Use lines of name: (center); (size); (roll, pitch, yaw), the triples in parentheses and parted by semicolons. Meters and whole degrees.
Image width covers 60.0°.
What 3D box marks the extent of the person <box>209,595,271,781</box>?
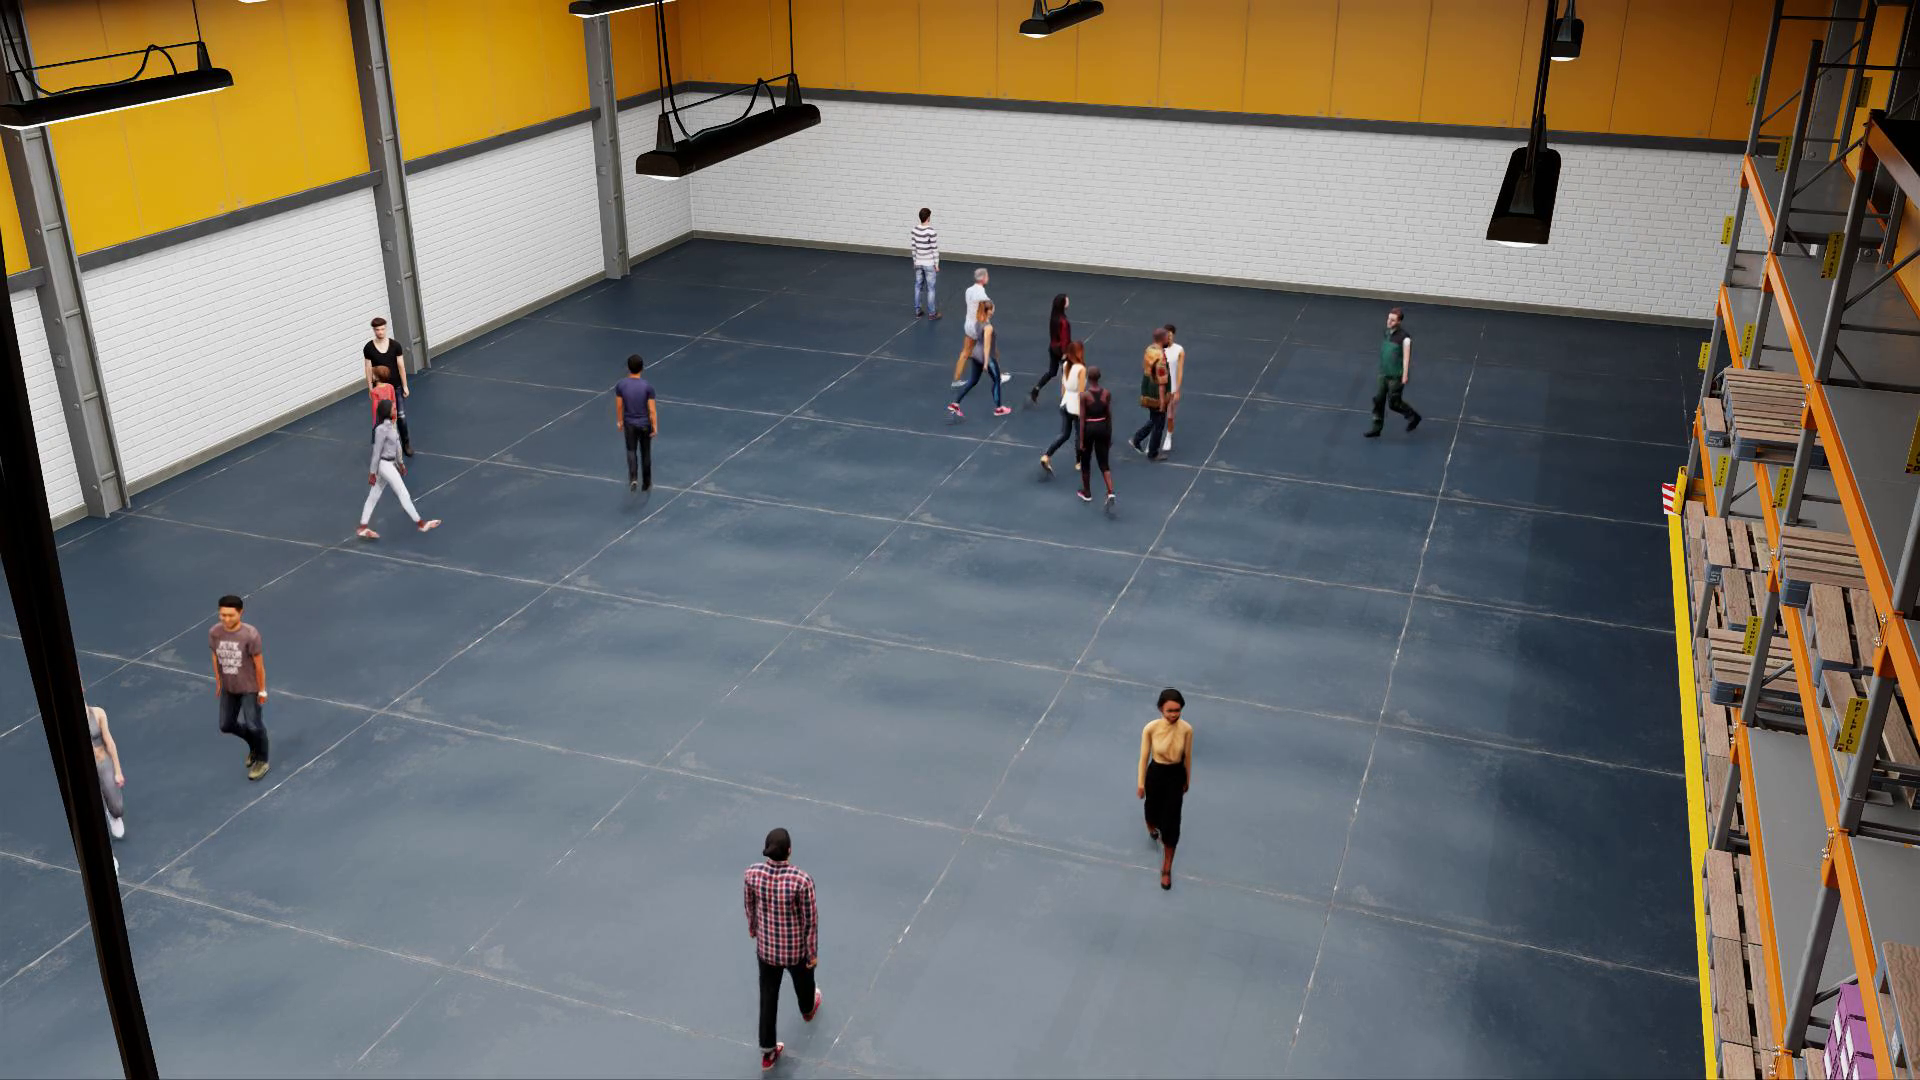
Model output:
person: (-6.206, 1.234, 14.505); (0.706, 1.766, 0.713); (4, 24, 9)

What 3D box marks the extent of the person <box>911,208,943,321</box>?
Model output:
person: (-0.582, -4.625, 27.798); (0.685, 1.855, 0.593); (13, 27, 28)

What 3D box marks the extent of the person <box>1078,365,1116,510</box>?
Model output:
person: (1.666, -1.214, 20.153); (1.004, 1.728, 1.142); (-7, 25, -16)

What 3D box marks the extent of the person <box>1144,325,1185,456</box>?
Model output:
person: (2.740, -2.011, 21.946); (0.660, 1.754, 0.825); (8, 25, 18)

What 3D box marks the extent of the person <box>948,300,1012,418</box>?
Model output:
person: (0.240, -2.464, 23.071); (1.199, 1.682, 1.092); (-12, 27, -26)

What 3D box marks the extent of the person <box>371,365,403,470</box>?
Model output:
person: (-7.369, -1.557, 21.331); (0.621, 1.414, 0.488); (14, 27, 29)

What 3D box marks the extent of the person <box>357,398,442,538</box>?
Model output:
person: (-6.740, -0.770, 19.234); (1.062, 1.652, 1.195); (-2, 24, -4)

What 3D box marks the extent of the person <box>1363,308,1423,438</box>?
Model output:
person: (5.902, -2.241, 22.398); (1.149, 1.812, 1.095); (-9, 25, -20)

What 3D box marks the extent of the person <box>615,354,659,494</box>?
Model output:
person: (-3.990, -1.384, 20.480); (0.836, 1.778, 0.948); (-1, 24, -3)

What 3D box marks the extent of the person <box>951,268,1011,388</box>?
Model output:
person: (0.179, -3.051, 24.290); (1.255, 1.782, 1.112); (-14, 27, -30)

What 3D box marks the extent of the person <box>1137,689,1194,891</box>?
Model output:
person: (1.599, 1.903, 13.156); (0.809, 1.621, 1.084); (0, 24, 0)

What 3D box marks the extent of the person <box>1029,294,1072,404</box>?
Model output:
person: (1.331, -2.675, 23.613); (1.042, 1.634, 0.977); (-10, 26, -23)

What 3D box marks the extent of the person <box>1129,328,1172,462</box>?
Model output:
person: (2.459, -1.869, 21.574); (0.939, 1.791, 0.888); (-4, 24, -9)

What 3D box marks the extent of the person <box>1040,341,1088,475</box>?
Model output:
person: (1.362, -1.645, 21.098); (1.129, 1.761, 0.957); (-16, 28, -33)

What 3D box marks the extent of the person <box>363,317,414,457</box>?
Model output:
person: (-7.495, -2.008, 21.764); (0.734, 1.892, 0.775); (-9, 25, -19)

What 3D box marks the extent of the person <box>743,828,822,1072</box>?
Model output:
person: (-1.215, 2.743, 11.113); (0.790, 1.719, 1.112); (6, 24, 13)
